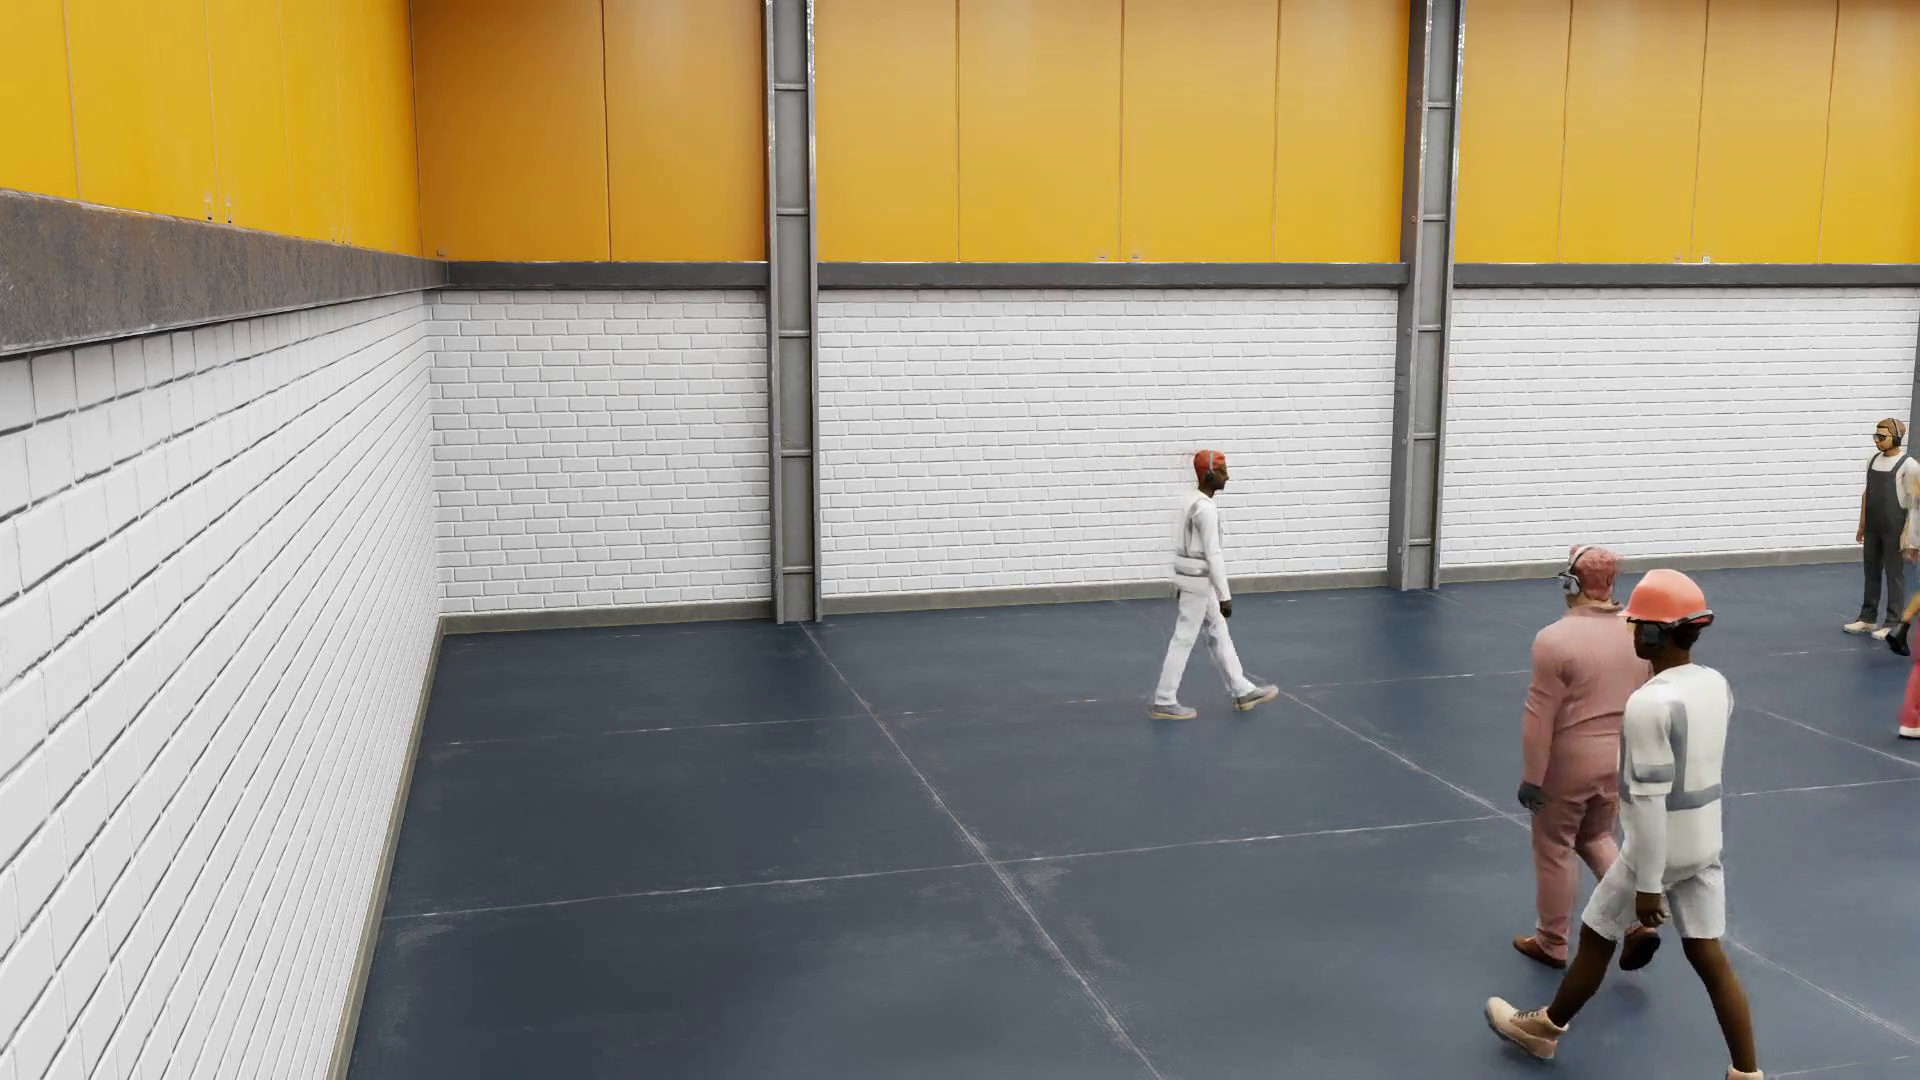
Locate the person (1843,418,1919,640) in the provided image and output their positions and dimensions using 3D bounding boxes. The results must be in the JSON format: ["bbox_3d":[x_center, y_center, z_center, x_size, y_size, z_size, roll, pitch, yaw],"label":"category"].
[{"bbox_3d":[7.681,-0.093,13.812,0.328,1.844,0.513,-3,9,-16],"label":"person"}]

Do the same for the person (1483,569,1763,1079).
[{"bbox_3d":[2.512,1.085,6.067,0.619,2.001,0.968,-6,11,-35],"label":"person"}]

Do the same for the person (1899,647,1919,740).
[{"bbox_3d":[6.352,0.476,10.568,0.613,1.729,0.556,5,10,28],"label":"person"}]

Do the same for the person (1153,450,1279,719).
[{"bbox_3d":[1.751,0.314,11.281,0.951,1.837,0.602,0,9,0],"label":"person"}]

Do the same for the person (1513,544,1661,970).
[{"bbox_3d":[2.691,0.959,7.119,0.645,1.889,0.576,-4,10,-22],"label":"person"}]

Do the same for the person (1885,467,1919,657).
[{"bbox_3d":[7.557,0.030,12.803,0.509,1.920,0.558,-3,9,-16],"label":"person"}]
